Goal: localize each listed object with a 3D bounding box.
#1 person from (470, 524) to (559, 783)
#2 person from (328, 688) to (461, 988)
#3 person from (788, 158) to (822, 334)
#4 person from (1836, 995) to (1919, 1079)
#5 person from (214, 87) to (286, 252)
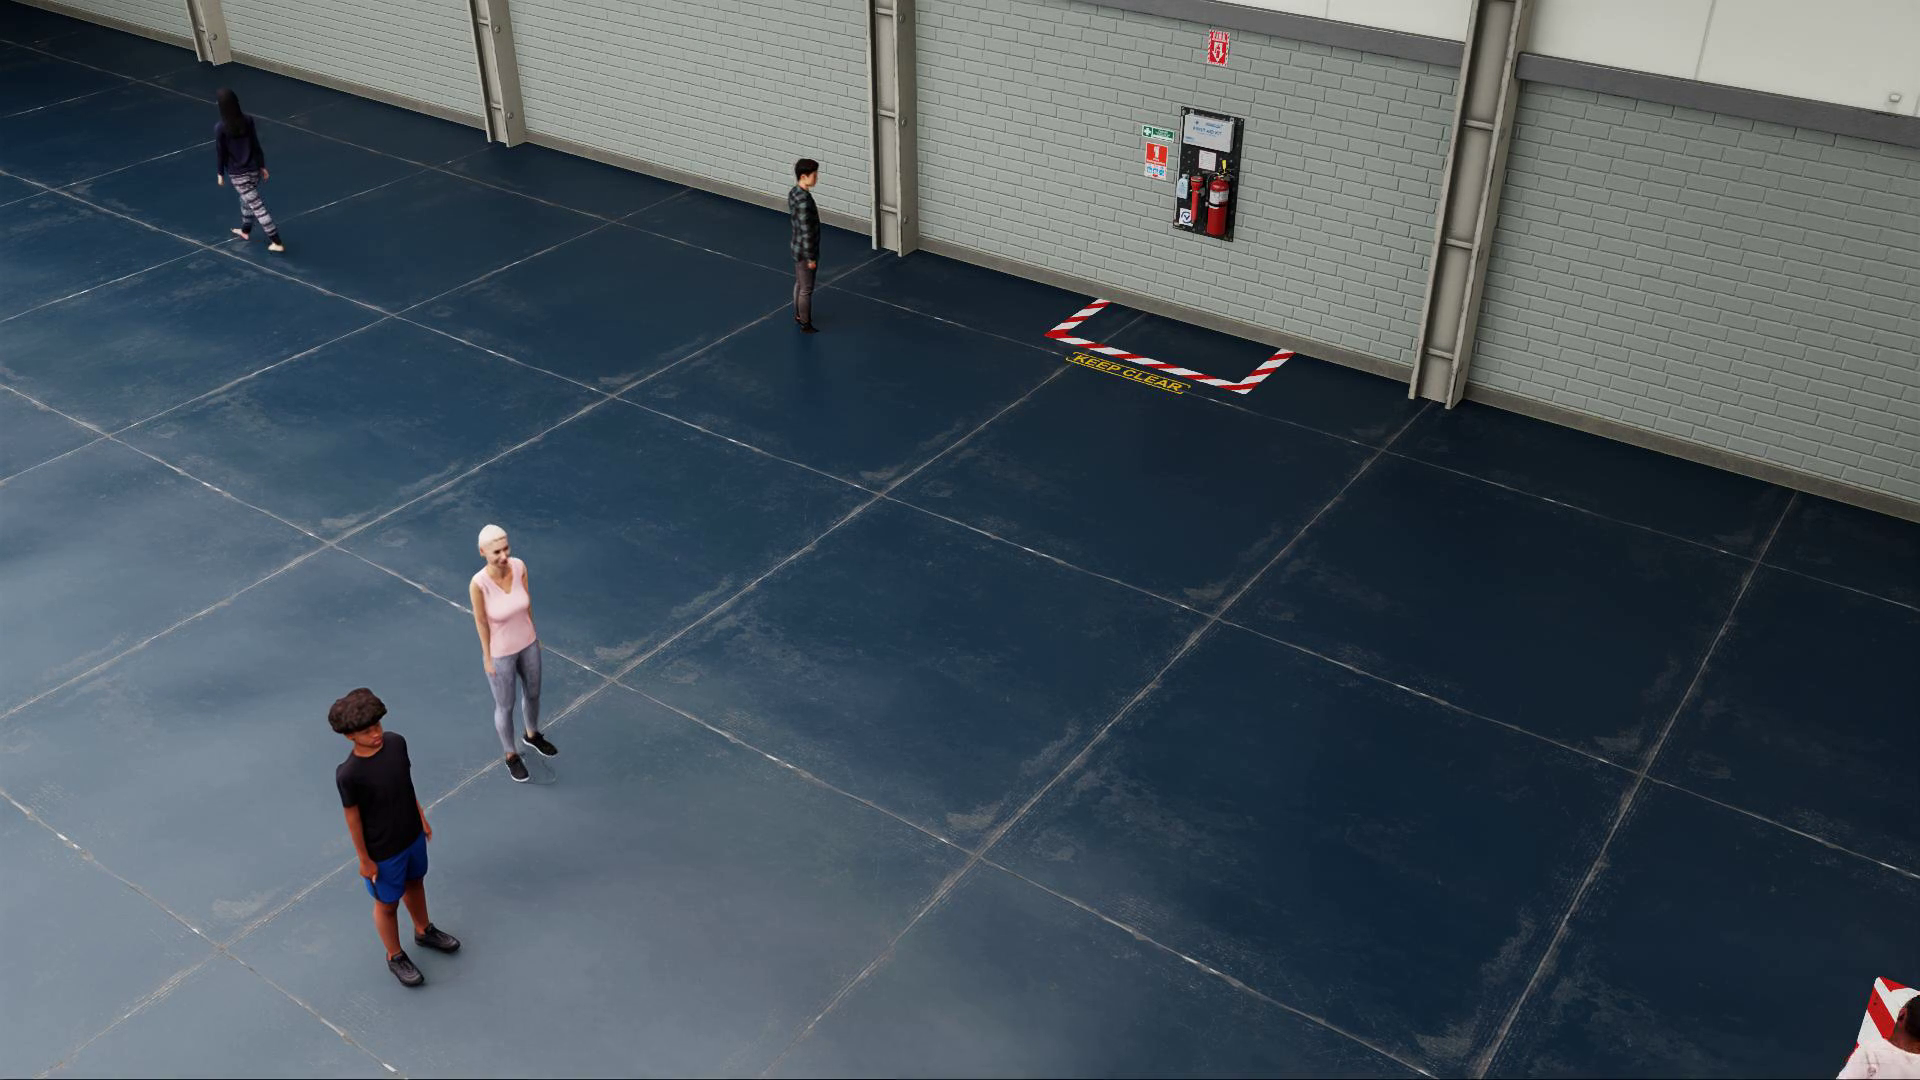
[{"bbox_3d":[-2.746,0.641,10.117,0.616,1.733,0.584,27,41,36],"label":"person"},{"bbox_3d":[-2.980,1.523,8.656,0.596,1.799,0.616,17,36,25],"label":"person"},{"bbox_3d":[-1.472,-2.752,15.633,0.773,1.712,0.724,-7,33,-11],"label":"person"},{"bbox_3d":[4.027,2.591,7.309,0.649,1.431,0.753,-4,32,-6],"label":"person"},{"bbox_3d":[-7.333,-3.768,17.151,1.069,1.684,0.653,19,37,27],"label":"person"}]
